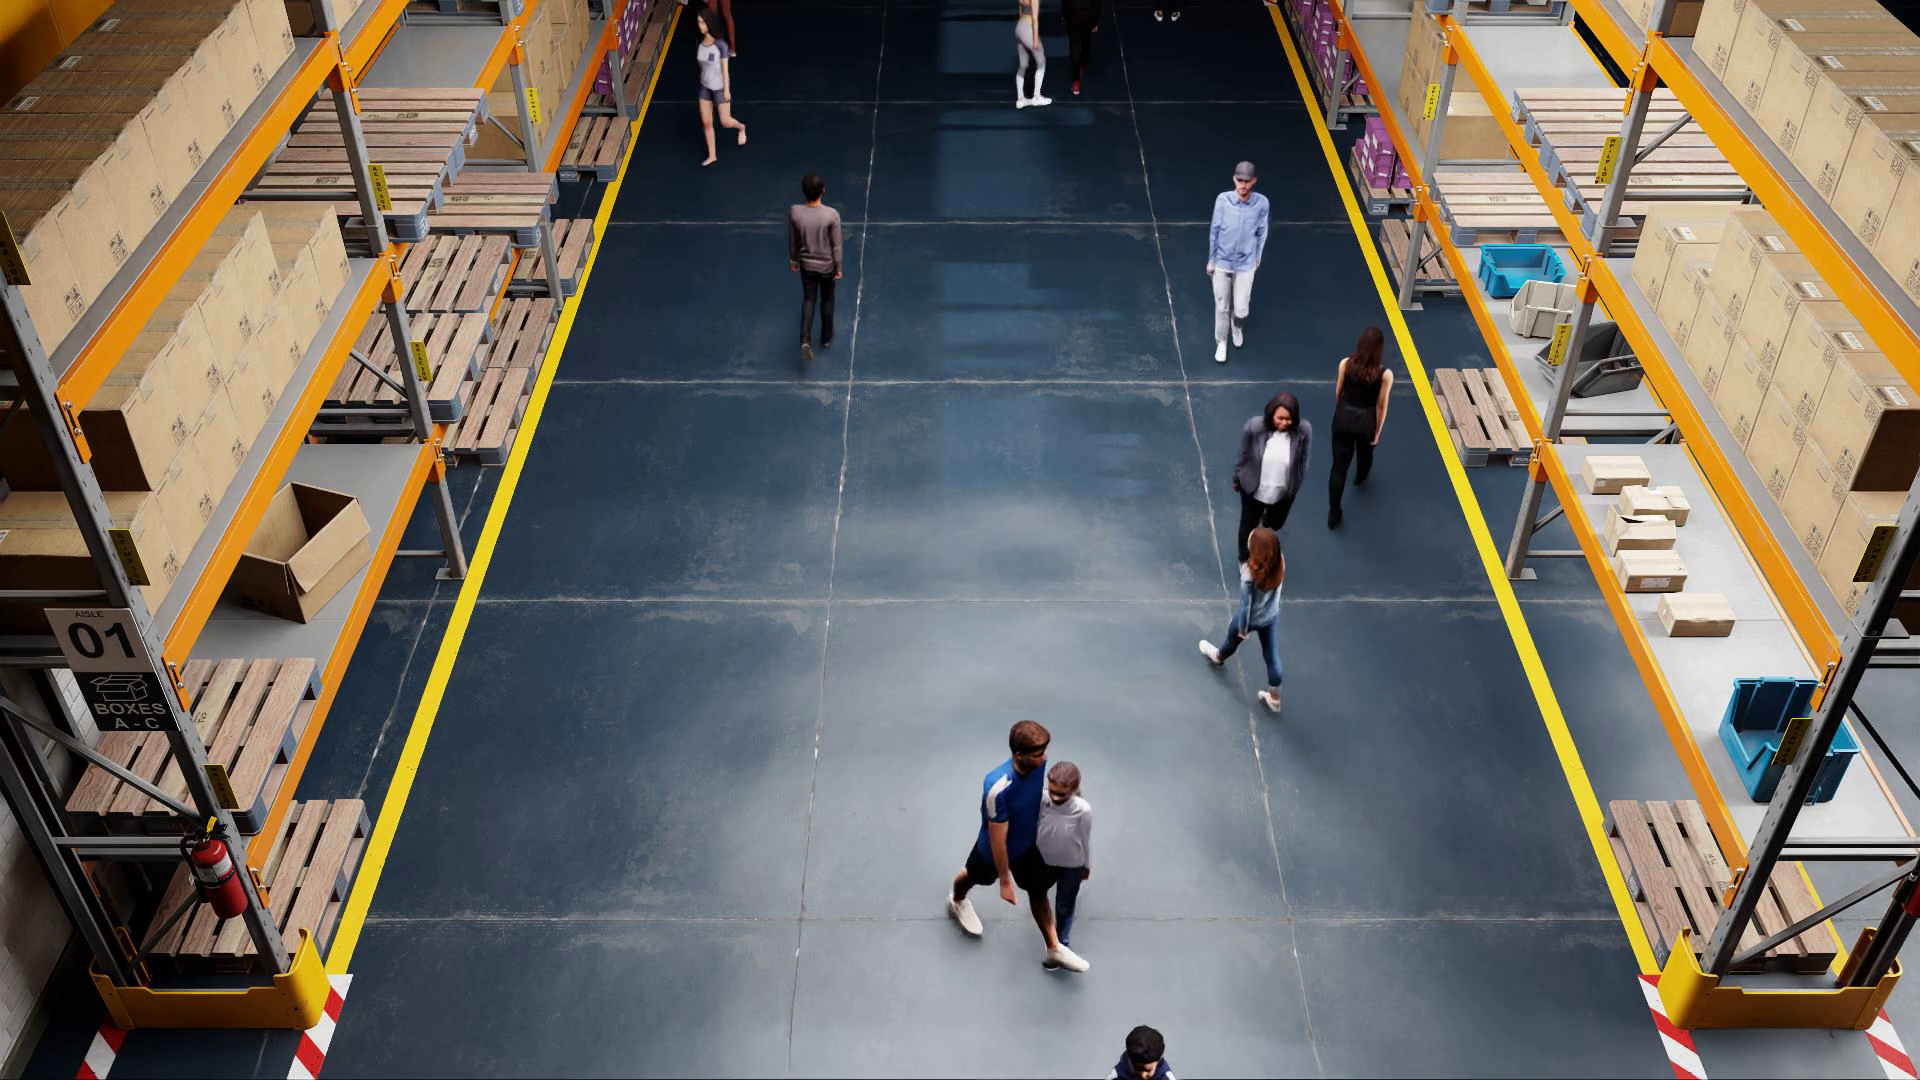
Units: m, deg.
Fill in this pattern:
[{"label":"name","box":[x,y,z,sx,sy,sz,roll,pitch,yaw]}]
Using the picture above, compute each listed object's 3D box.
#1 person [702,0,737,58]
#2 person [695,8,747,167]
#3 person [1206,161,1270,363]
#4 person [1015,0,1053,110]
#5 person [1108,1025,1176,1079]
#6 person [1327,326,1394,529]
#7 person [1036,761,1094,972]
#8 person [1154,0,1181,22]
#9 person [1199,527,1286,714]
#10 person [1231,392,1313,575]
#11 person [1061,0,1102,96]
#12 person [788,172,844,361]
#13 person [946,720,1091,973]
[{"label":"person","box":[-2.945,-6.670,20.092,0.746,1.722,0.680,30,48,32]},{"label":"person","box":[-2.586,-4.888,17.886,0.851,1.690,0.990,20,43,23]},{"label":"person","box":[2.429,-2.502,14.749,0.711,1.877,0.751,6,39,7]},{"label":"person","box":[0.712,-5.721,18.924,0.808,1.697,0.741,-21,43,-25]},{"label":"person","box":[0.941,2.890,8.532,0.587,1.209,0.780,7,39,8]},{"label":"person","box":[3.026,-0.836,12.849,0.836,1.644,1.147,14,41,16]},{"label":"person","box":[0.627,1.779,9.664,0.784,1.534,1.014,13,40,15]},{"label":"person","box":[2.673,-7.420,21.106,0.585,1.629,0.534,3,39,4]},{"label":"person","box":[2.074,0.555,11.272,0.918,1.439,1.096,-21,43,-24]},{"label":"person","box":[2.320,-0.475,12.447,0.736,1.582,0.859,5,39,7]},{"label":"person","box":[1.394,-5.996,19.319,0.651,1.633,1.069,2,39,3]},{"label":"person","box":[-1.288,-2.385,14.703,0.755,1.751,1.022,4,39,5]},{"label":"person","box":[0.207,1.687,9.555,1.301,1.812,1.282,31,48,33]}]
